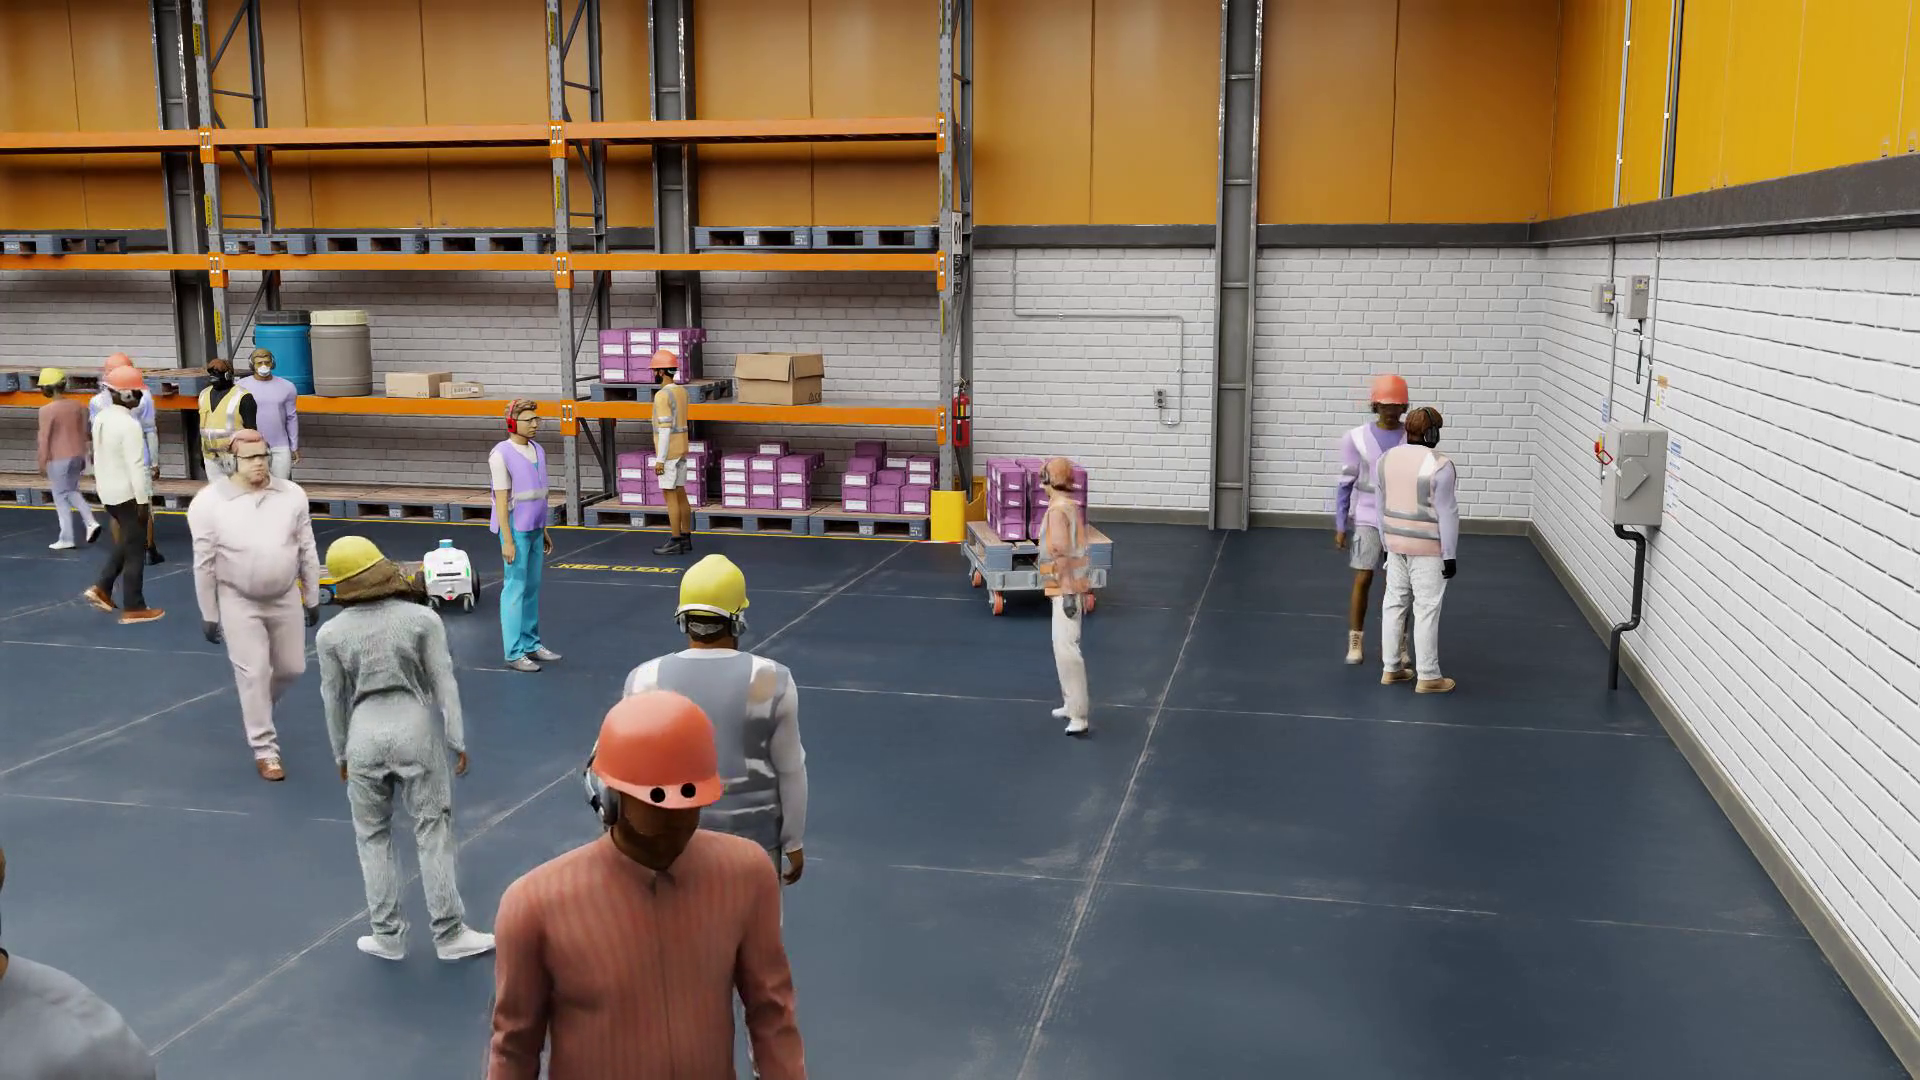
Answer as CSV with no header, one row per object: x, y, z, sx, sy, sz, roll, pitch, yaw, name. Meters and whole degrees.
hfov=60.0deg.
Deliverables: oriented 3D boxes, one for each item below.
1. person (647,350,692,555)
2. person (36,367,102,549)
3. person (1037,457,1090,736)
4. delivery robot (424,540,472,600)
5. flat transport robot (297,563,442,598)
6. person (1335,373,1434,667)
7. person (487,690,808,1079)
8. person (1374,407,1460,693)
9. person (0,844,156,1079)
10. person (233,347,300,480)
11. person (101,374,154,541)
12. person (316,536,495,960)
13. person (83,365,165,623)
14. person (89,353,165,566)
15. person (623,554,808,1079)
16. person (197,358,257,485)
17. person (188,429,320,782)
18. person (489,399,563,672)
-2.755,-0.822,15.678,0.373,1.935,0.552,2,10,14,person
-8.568,-0.774,15.903,0.392,1.752,0.550,2,10,13,person
0.621,0.325,9.852,0.371,1.609,0.666,1,10,7,person
-4.067,0.241,13.192,0.477,0.478,0.707,-3,10,-19,delivery robot
-4.878,0.338,13.736,1.431,0.197,0.652,-2,10,-11,flat transport robot
2.896,-0.129,11.334,0.640,2.027,0.439,2,10,10,person
-0.587,1.256,3.378,0.618,1.931,1.025,-7,12,-35,person
2.963,0.060,10.738,0.429,1.844,0.627,-7,12,-34,person
-1.597,1.365,2.727,0.628,1.940,0.373,2,10,13,person
-6.701,-0.891,16.088,0.630,1.940,0.372,-7,12,-36,person
-8.044,-0.855,16.144,0.532,1.843,0.455,-1,10,-6,person
-2.177,0.826,6.620,0.673,1.696,0.378,-2,10,-9,person
-6.375,-0.339,12.695,0.644,1.975,0.481,8,12,39,person
-7.542,-0.721,15.069,0.546,1.941,0.358,-2,10,-14,person
-0.787,0.955,5.467,0.586,1.833,0.404,0,10,1,person
-7.029,-0.816,15.929,0.625,1.844,0.429,3,10,15,person
-3.838,0.322,9.075,0.652,1.887,0.735,-8,13,-41,person
-2.981,-0.040,11.317,0.390,1.846,0.565,2,10,13,person
